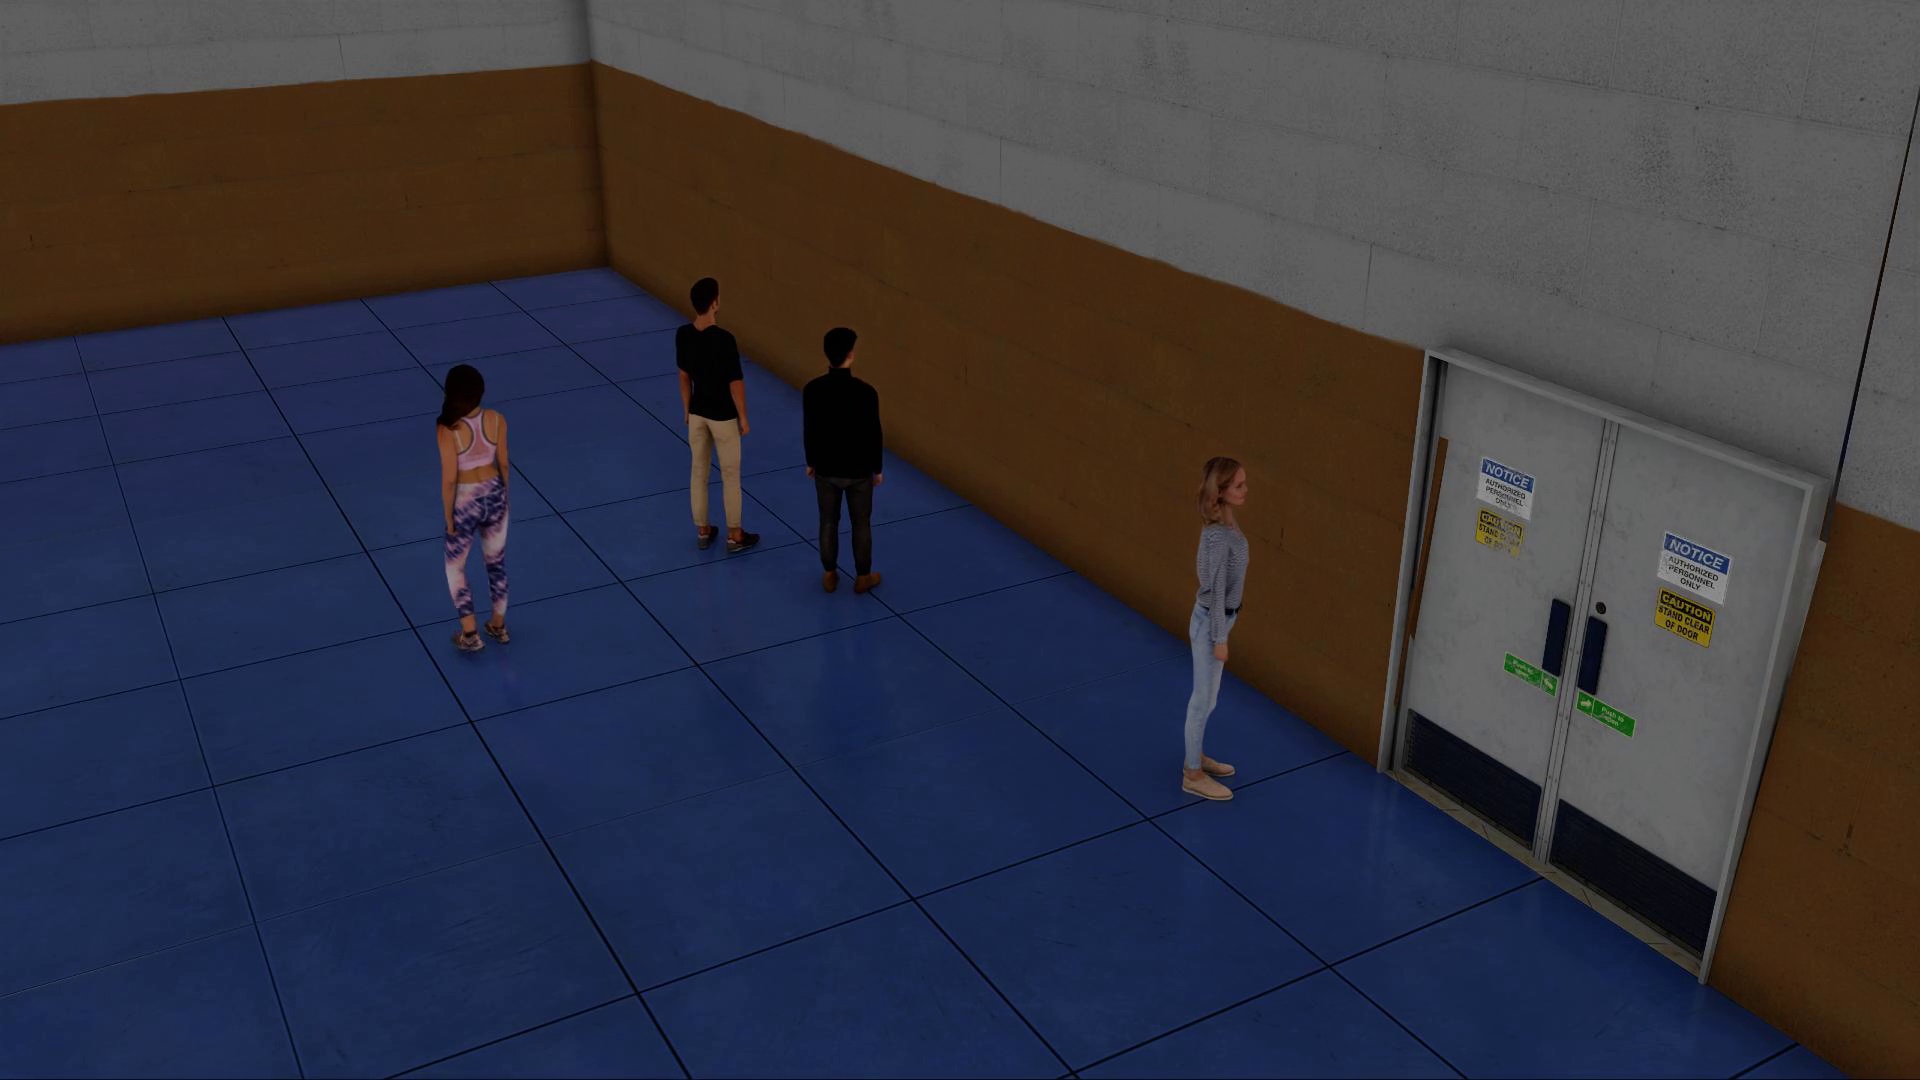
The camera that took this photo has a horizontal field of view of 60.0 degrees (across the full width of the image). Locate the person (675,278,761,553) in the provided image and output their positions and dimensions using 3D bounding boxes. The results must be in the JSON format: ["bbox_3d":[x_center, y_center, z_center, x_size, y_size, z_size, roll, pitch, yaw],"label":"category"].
[{"bbox_3d":[-1.632,-0.824,11.012,0.714,1.859,0.733,10,26,22],"label":"person"}]

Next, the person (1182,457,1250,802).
[{"bbox_3d":[1.259,0.430,8.257,0.712,1.796,0.661,5,24,11],"label":"person"}]

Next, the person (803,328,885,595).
[{"bbox_3d":[-0.735,-0.492,10.456,0.693,1.723,0.773,4,24,10],"label":"person"}]

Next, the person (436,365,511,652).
[{"bbox_3d":[-2.762,-0.166,9.658,0.615,1.765,0.723,-18,30,-36],"label":"person"}]
